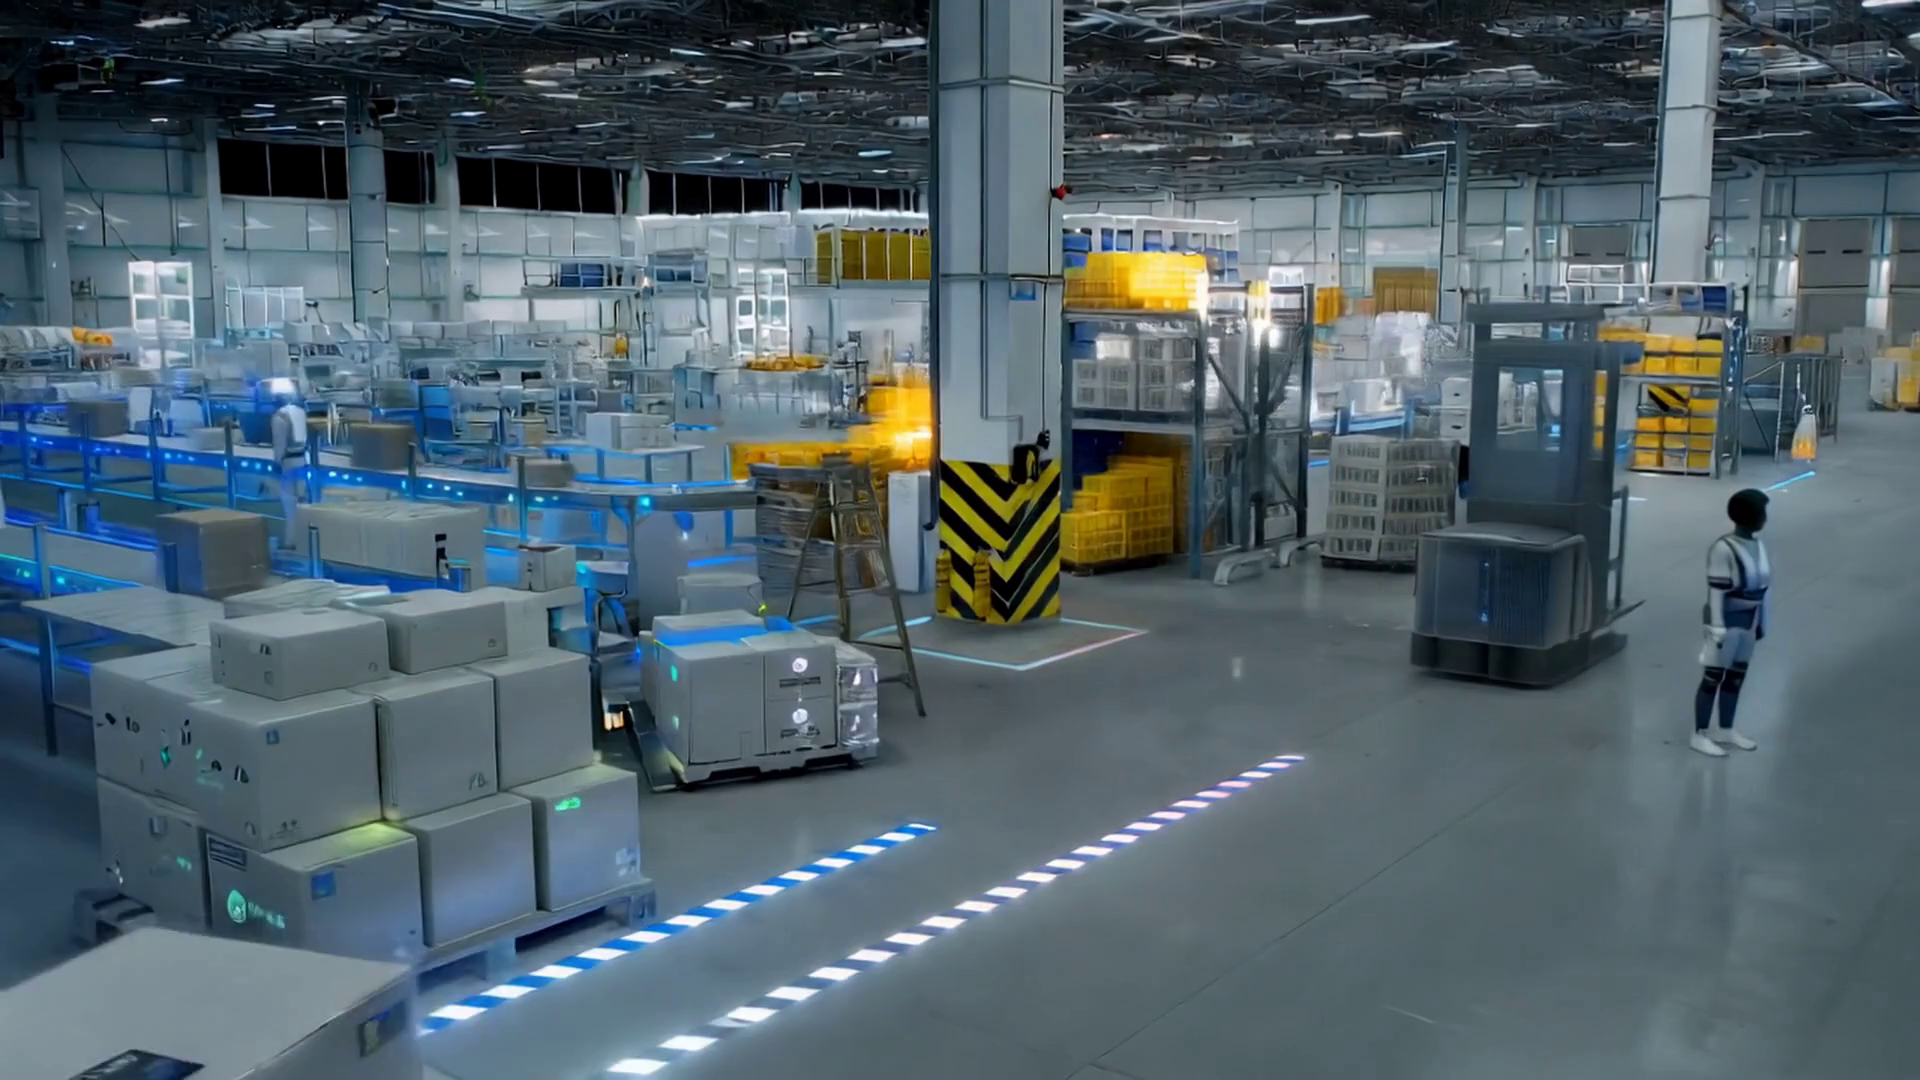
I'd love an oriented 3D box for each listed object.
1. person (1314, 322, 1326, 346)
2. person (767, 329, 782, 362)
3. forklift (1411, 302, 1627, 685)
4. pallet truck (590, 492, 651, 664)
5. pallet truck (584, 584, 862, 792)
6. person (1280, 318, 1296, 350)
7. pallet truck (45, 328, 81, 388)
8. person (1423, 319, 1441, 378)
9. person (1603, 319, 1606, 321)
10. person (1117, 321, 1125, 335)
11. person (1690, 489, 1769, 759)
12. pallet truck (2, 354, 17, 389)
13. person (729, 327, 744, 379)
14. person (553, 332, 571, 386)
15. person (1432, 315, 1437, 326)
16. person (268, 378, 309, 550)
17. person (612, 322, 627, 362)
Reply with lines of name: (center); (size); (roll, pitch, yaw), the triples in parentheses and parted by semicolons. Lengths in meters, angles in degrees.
person: (12.912, -6.875, 59.655); (1.084, 1.858, 0.700); (7, 11, 38)
person: (-7.454, -7.862, 66.231); (0.904, 1.897, 0.603); (6, 11, 37)
forklift: (4.379, -0.438, 12.852); (1.129, 2.768, 1.873); (7, 11, 37)
pallet truck: (-3.115, 0.344, 12.883); (0.653, 1.274, 1.630); (7, 11, 37)
pallet truck: (-1.426, 0.805, 10.019); (1.601, 1.201, 0.680); (-4, 9, -26)
person: (16.662, -10.605, 84.683); (0.629, 1.888, 1.014); (-6, 10, -34)
pallet truck: (-23.775, -4.544, 43.495); (1.885, 1.965, 0.823); (6, 10, 35)
person: (16.241, -6.552, 56.996); (0.719, 2.014, 0.636); (-7, 11, -41)
person: (30.082, -9.462, 77.666); (0.367, 1.682, 0.542); (6, 10, 36)
person: (5.633, -6.738, 58.484); (0.376, 1.935, 0.550); (5, 10, 32)
person: (4.846, 0.518, 10.409); (0.535, 1.694, 0.321); (-5, 10, -32)
pallet truck: (-24.881, -4.417, 42.634); (1.885, 1.965, 0.823); (8, 11, 41)
person: (-7.523, -6.293, 56.096); (0.529, 1.761, 0.334); (2, 9, 14)
person: (-11.018, -4.845, 46.109); (0.516, 1.831, 0.933); (-1, 9, -9)
person: (22.431, -9.743, 78.763); (0.594, 1.929, 0.352); (-5, 10, -31)
person: (-7.589, -0.857, 18.841); (0.401, 1.952, 0.636); (1, 9, 9)
person: (-12.671, -7.204, 61.986); (0.596, 1.837, 0.980); (-1, 8, -6)
